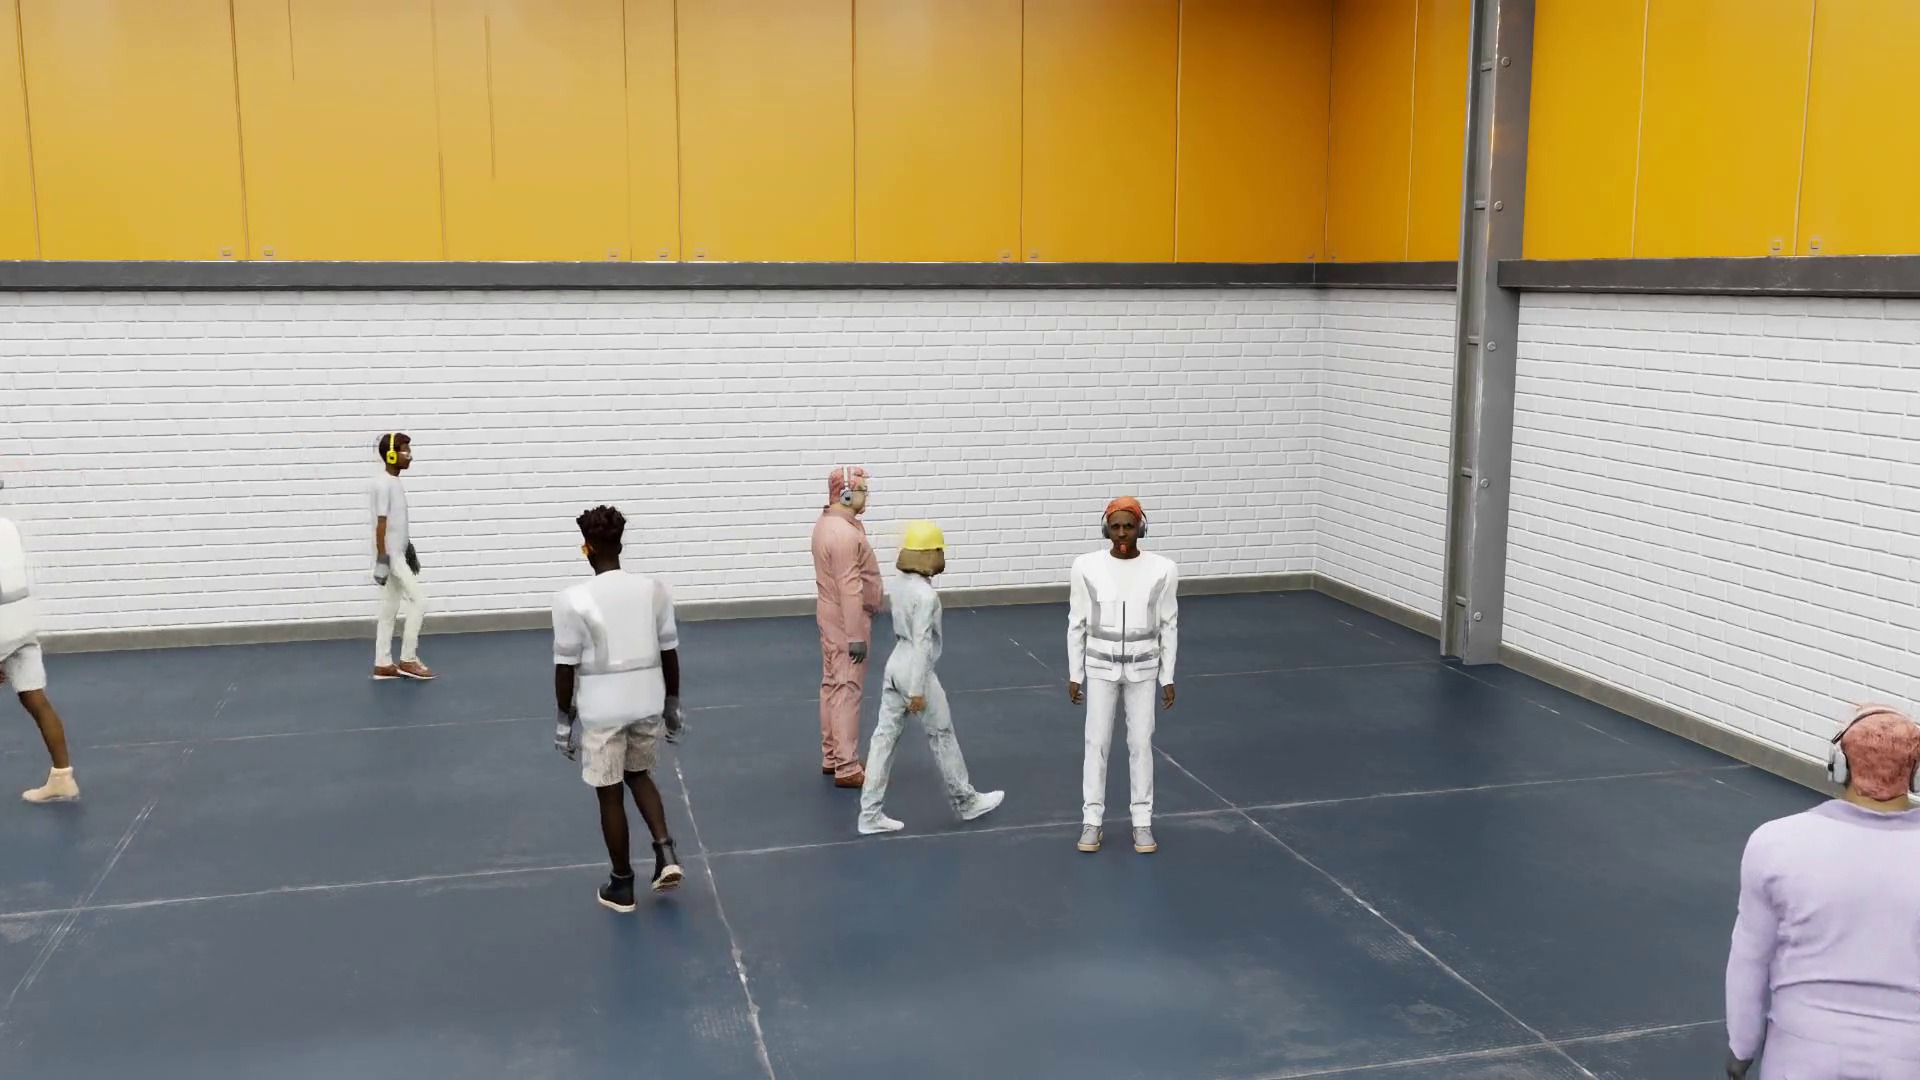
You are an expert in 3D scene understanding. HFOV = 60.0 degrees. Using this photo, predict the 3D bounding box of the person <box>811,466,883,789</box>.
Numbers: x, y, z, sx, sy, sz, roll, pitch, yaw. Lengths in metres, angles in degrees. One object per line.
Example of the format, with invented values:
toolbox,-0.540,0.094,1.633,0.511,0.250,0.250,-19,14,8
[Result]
person,-0.656,0.509,9.865,0.409,1.909,0.641,-3,9,-16

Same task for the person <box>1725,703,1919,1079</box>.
person,2.412,1.376,4.486,0.647,1.901,0.402,4,10,23

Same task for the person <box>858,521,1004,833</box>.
person,-0.186,0.739,9.048,0.869,1.696,0.498,-5,10,-28

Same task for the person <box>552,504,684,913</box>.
person,-1.637,0.803,7.934,0.617,1.942,0.479,-8,12,-41

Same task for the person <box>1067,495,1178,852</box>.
person,0.848,0.704,8.720,0.576,1.883,0.354,1,9,4

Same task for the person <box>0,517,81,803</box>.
person,-5.539,0.544,9.374,1.020,1.994,0.629,0,9,2

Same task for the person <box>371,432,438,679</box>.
person,-4.127,0.130,12.383,0.629,1.847,0.528,-2,9,-12
